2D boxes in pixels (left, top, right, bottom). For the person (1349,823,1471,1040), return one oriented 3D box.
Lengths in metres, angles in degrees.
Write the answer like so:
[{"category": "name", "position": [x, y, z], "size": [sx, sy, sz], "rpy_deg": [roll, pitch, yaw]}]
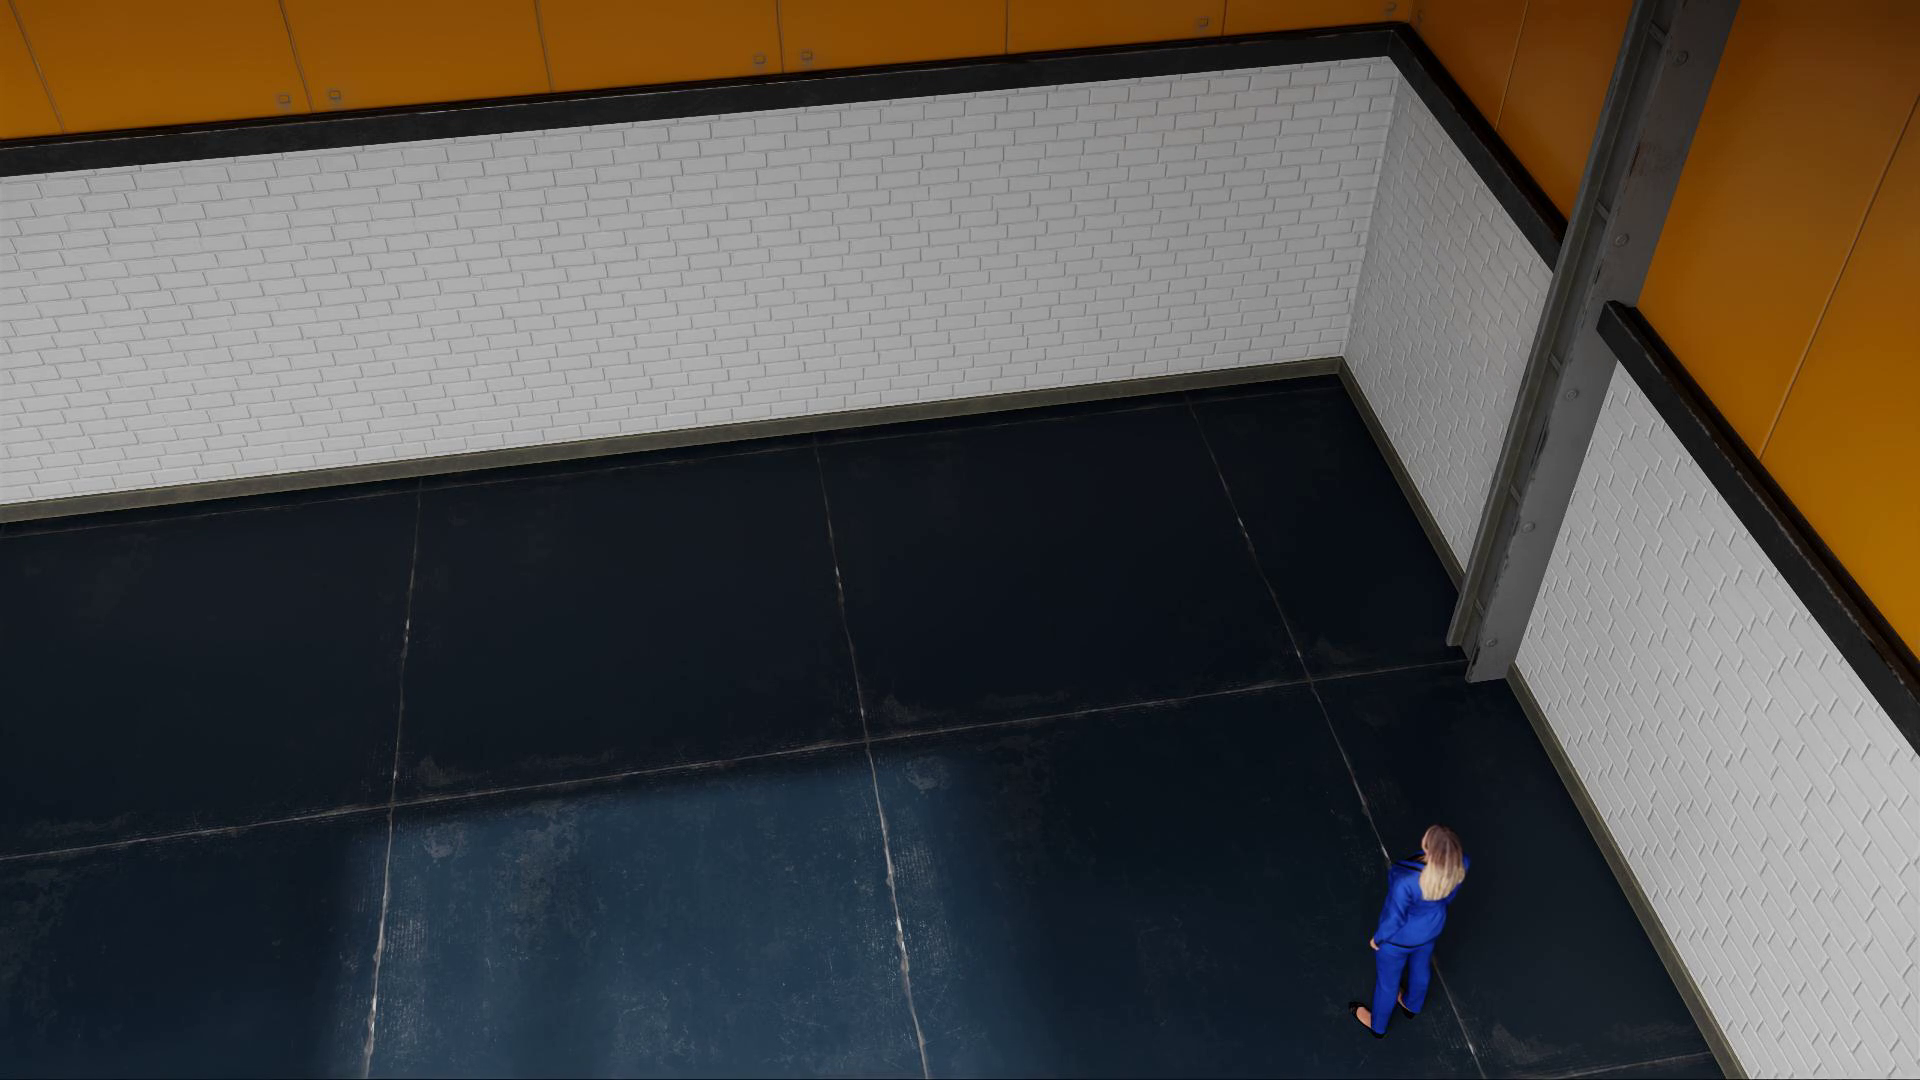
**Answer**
[{"category": "person", "position": [2.387, 2.053, 8.762], "size": [0.685, 1.700, 0.646], "rpy_deg": [-20, 47, -20]}]
